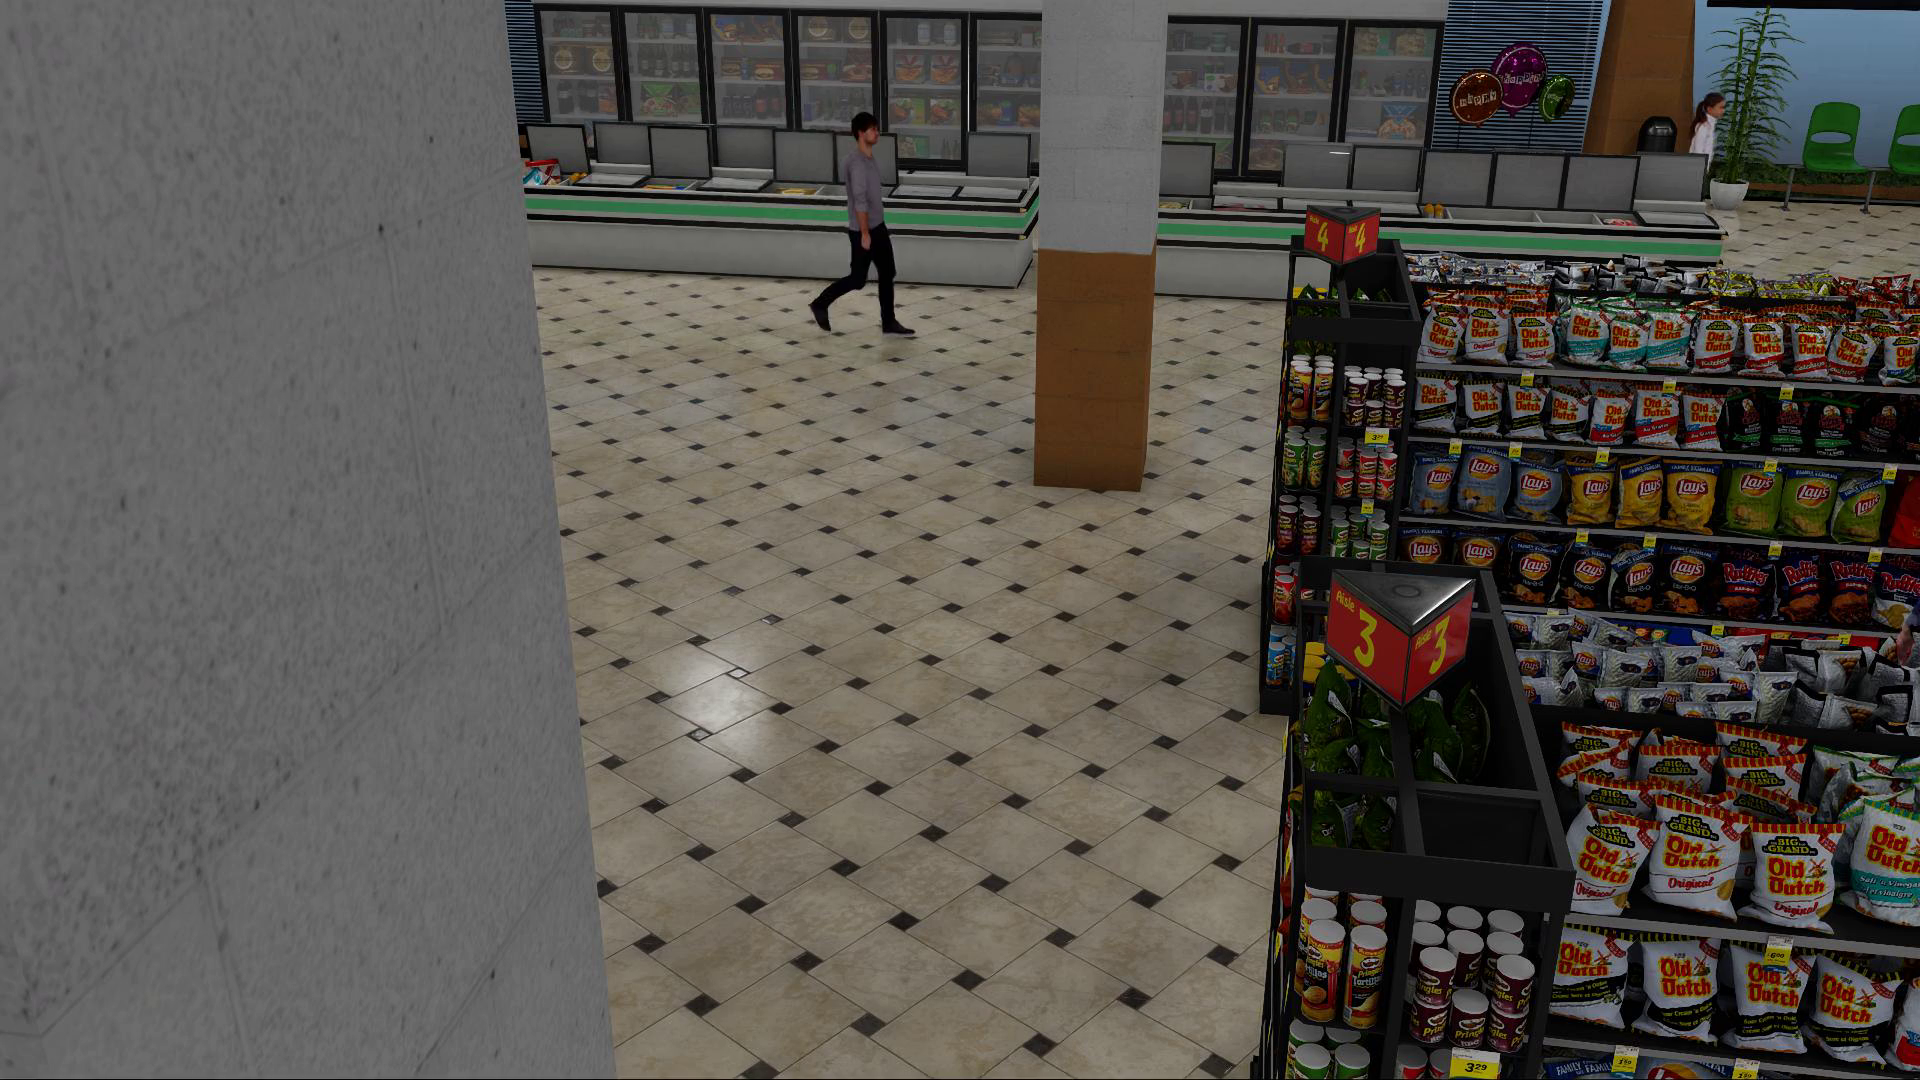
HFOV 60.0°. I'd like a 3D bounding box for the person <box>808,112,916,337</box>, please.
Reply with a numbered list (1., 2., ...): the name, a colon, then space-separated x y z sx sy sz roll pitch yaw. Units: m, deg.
1. person: -0.845 -2.527 13.523 1.130 1.816 0.738 6 24 13
